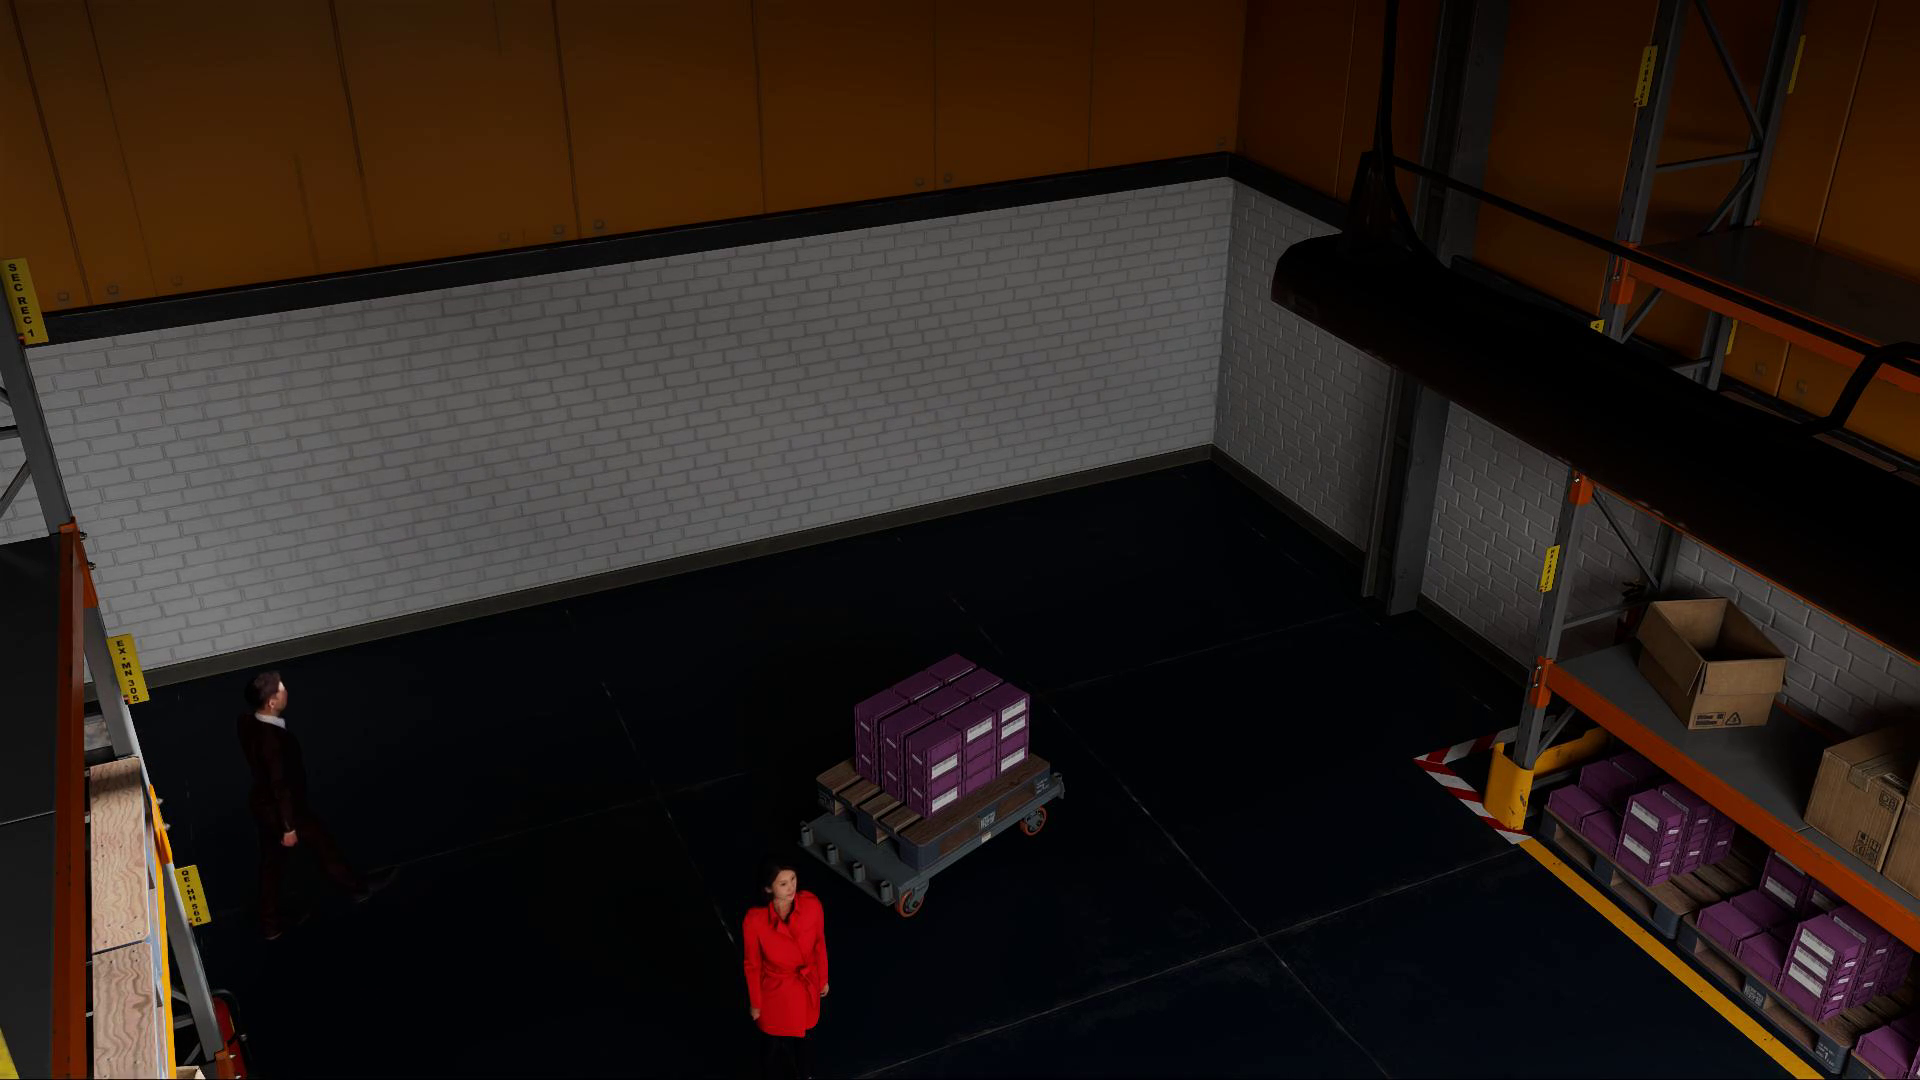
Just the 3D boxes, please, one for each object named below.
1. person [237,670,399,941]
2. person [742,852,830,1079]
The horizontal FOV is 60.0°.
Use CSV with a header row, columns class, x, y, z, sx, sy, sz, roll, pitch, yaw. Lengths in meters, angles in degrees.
class,x,y,z,sx,sy,sz,roll,pitch,yaw
person,-4.155,1.647,10.006,1.132,1.828,1.016,23,36,36
person,-0.914,2.366,8.774,0.603,1.746,0.588,-12,31,-21
